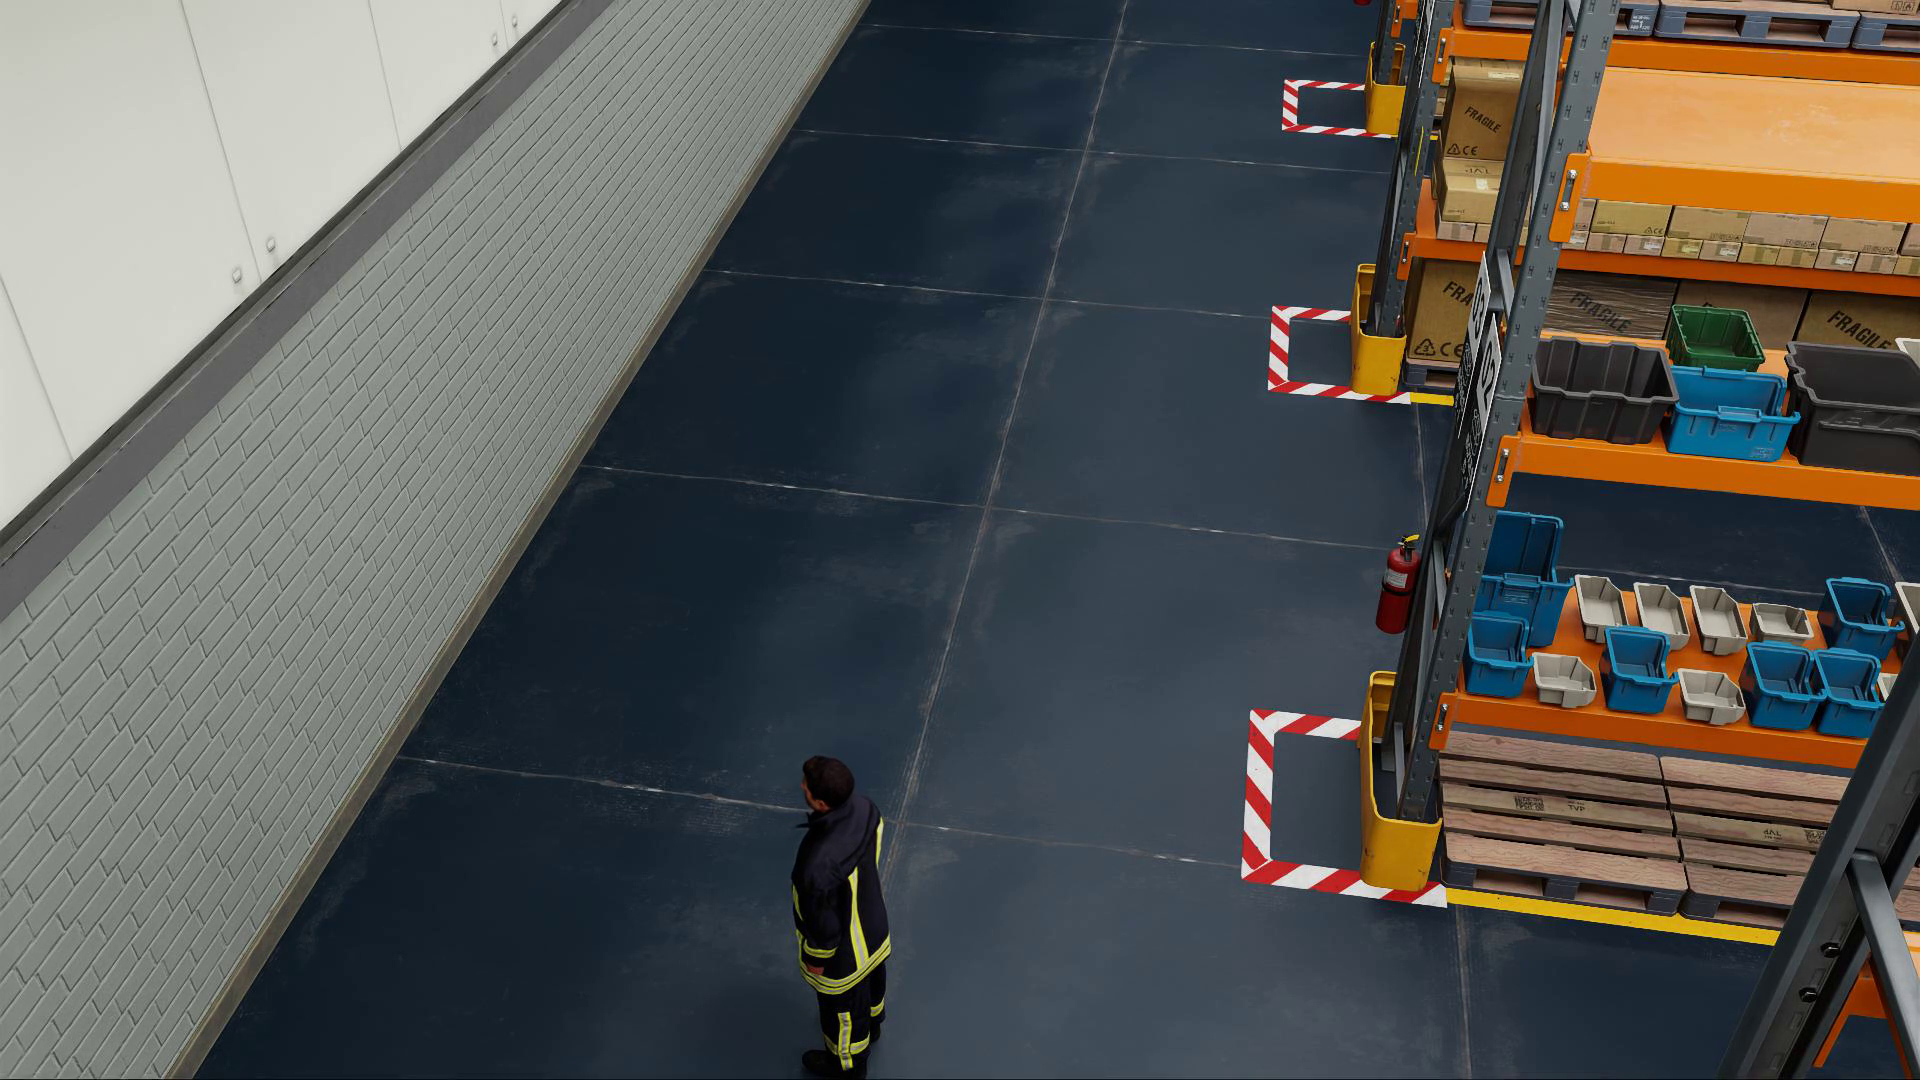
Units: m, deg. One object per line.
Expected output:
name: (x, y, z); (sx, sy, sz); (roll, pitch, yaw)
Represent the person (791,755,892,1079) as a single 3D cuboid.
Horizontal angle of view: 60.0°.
person: (-0.522, 1.690, 7.423); (0.709, 1.928, 0.820); (11, 39, 15)
